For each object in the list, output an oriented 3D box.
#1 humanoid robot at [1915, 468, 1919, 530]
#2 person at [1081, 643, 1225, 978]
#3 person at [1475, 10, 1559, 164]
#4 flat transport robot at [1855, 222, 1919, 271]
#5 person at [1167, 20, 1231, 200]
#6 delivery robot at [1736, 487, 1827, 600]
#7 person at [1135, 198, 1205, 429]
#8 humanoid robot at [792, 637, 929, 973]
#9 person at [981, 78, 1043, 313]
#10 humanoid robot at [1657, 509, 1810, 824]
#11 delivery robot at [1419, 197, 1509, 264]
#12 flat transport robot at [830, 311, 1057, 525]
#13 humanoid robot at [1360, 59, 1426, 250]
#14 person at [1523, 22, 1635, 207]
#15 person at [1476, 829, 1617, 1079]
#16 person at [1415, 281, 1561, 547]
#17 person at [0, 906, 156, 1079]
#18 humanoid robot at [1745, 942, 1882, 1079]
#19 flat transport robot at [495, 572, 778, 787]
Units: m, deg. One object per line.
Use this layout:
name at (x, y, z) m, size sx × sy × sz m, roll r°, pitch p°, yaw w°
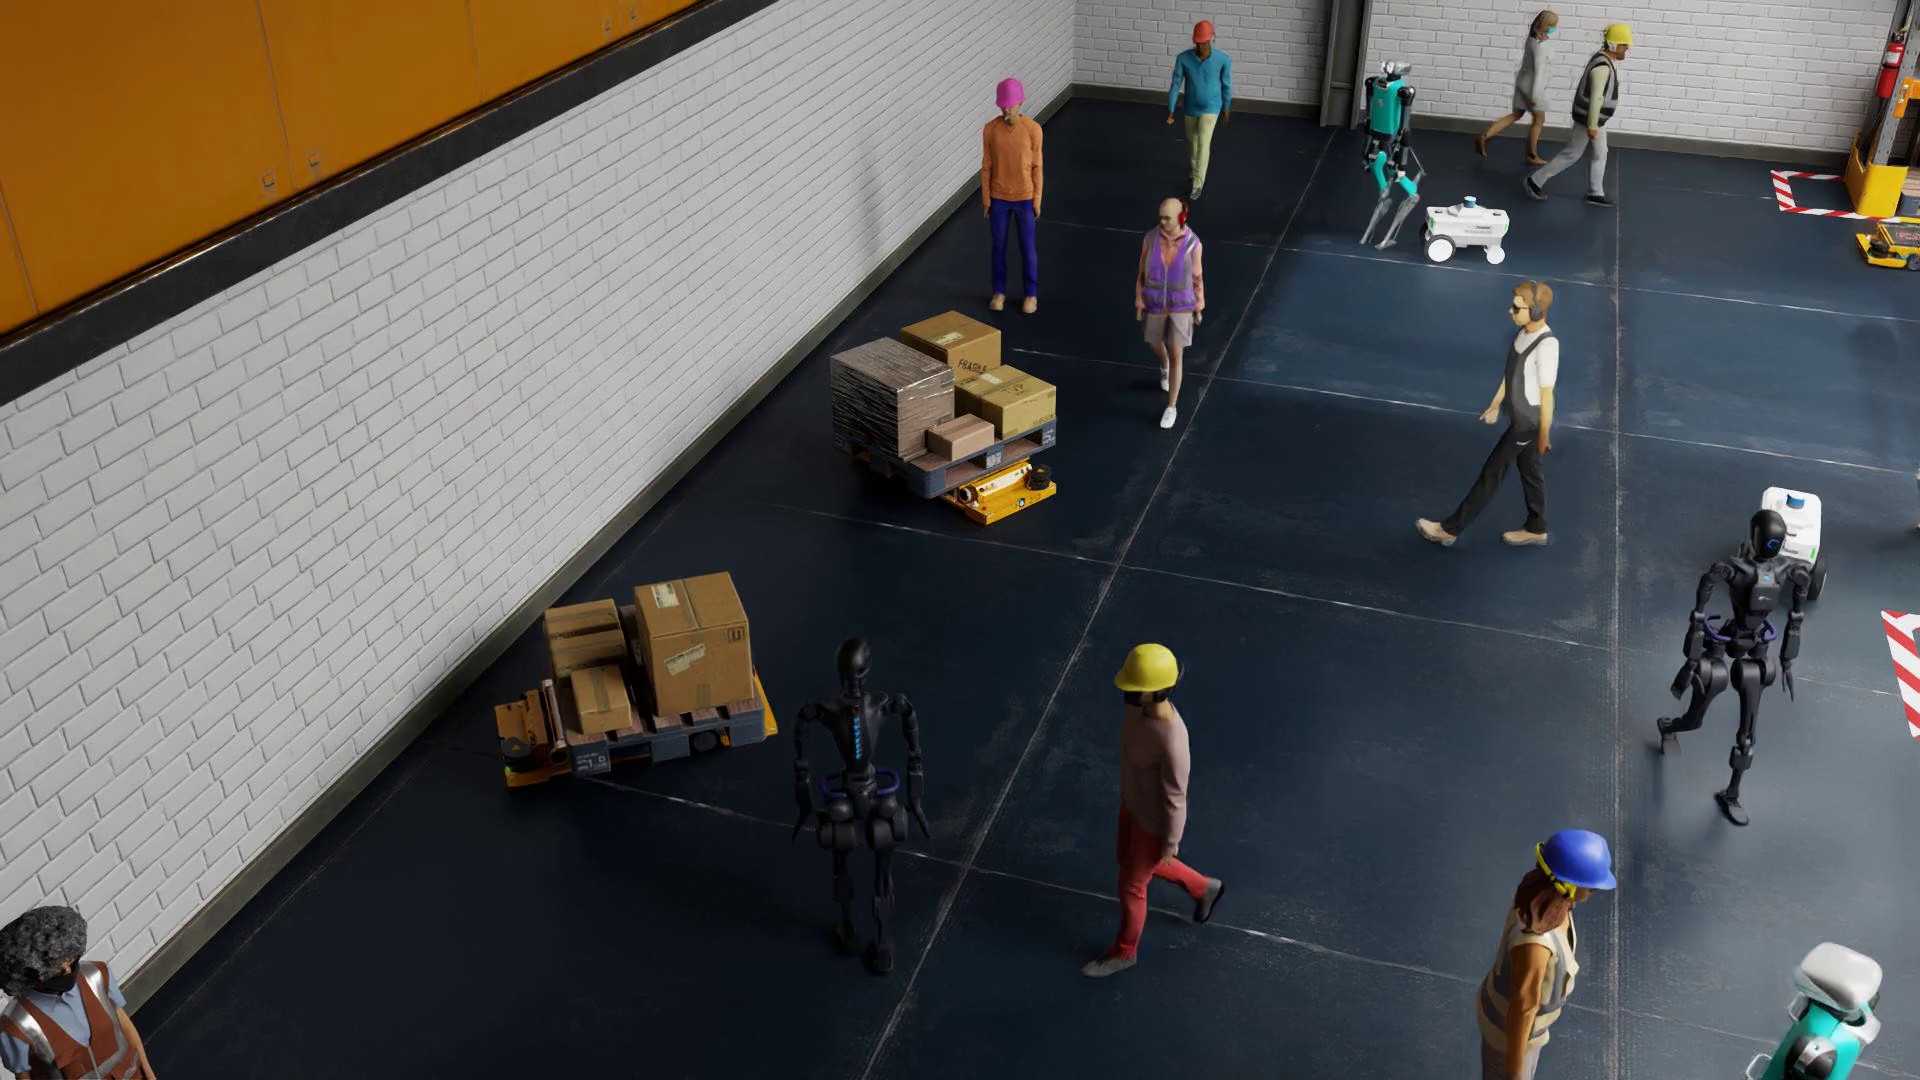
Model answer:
humanoid robot at (6.364, -0.754, 10.489) m, size 0.664 × 1.829 × 0.540 m, roll -27°, pitch 40°, yaw -37°
person at (0.876, 1.154, 7.203) m, size 0.642 × 1.742 × 0.532 m, roll -8°, pitch 31°, yaw -13°
person at (5.860, -4.692, 17.274) m, size 0.754 × 1.629 × 0.522 m, roll 0°, pitch 30°, yaw 1°
flat transport robot at (8.972, -2.626, 15.092) m, size 1.431 × 0.231 × 0.659 m, roll 8°, pitch 31°, yaw 13°
person at (2.400, -4.364, 16.634) m, size 0.582 × 1.702 × 0.896 m, roll 11°, pitch 32°, yaw 18°
delivery robot at (5.146, -0.010, 10.369) m, size 0.499 × 0.603 × 0.807 m, roll 13°, pitch 33°, yaw 21°
person at (1.536, -1.714, 12.153) m, size 0.498 × 1.657 × 0.737 m, roll 9°, pitch 32°, yaw 16°
humanoid robot at (-0.436, 1.169, 7.250) m, size 0.604 × 1.637 × 0.392 m, roll -4°, pitch 31°, yaw -6°
person at (0.424, -2.852, 13.806) m, size 0.515 × 1.972 × 0.404 m, roll 6°, pitch 31°, yaw 10°
humanoid robot at (3.871, 0.570, 8.315) m, size 0.586 × 1.644 × 0.734 m, roll 0°, pitch 30°, yaw 1°
delivery robot at (4.572, -2.821, 15.158) m, size 0.788 × 0.610 × 0.499 m, roll 4°, pitch 31°, yaw 6°
flat transport robot at (-0.067, -0.537, 11.539) m, size 0.659 × 0.231 × 1.431 m, roll -25°, pitch 38°, yaw -35°
humanoid robot at (3.976, -3.459, 15.115) m, size 0.685 × 1.850 × 0.544 m, roll -18°, pitch 35°, yaw -28°
person at (6.058, -4.141, 16.167) m, size 0.845 × 1.796 × 0.589 m, roll 15°, pitch 34°, yaw 24°
person at (2.078, 1.780, 6.116) m, size 0.368 × 1.767 × 0.488 m, roll 13°, pitch 33°, yaw 21°
person at (3.391, -0.760, 10.409) m, size 0.938 × 1.798 × 0.522 m, roll 3°, pitch 31°, yaw 5°
person at (-3.067, 1.975, 5.872) m, size 0.309 × 1.683 × 0.434 m, roll 18°, pitch 35°, yaw 28°
humanoid robot at (2.581, 2.018, 5.786) m, size 1.052 × 1.749 × 0.561 m, roll 26°, pitch 39°, yaw 36°
flat transport robot at (-1.763, 0.946, 9.017) m, size 1.431 × 0.231 × 0.659 m, roll -10°, pitch 32°, yaw -16°
